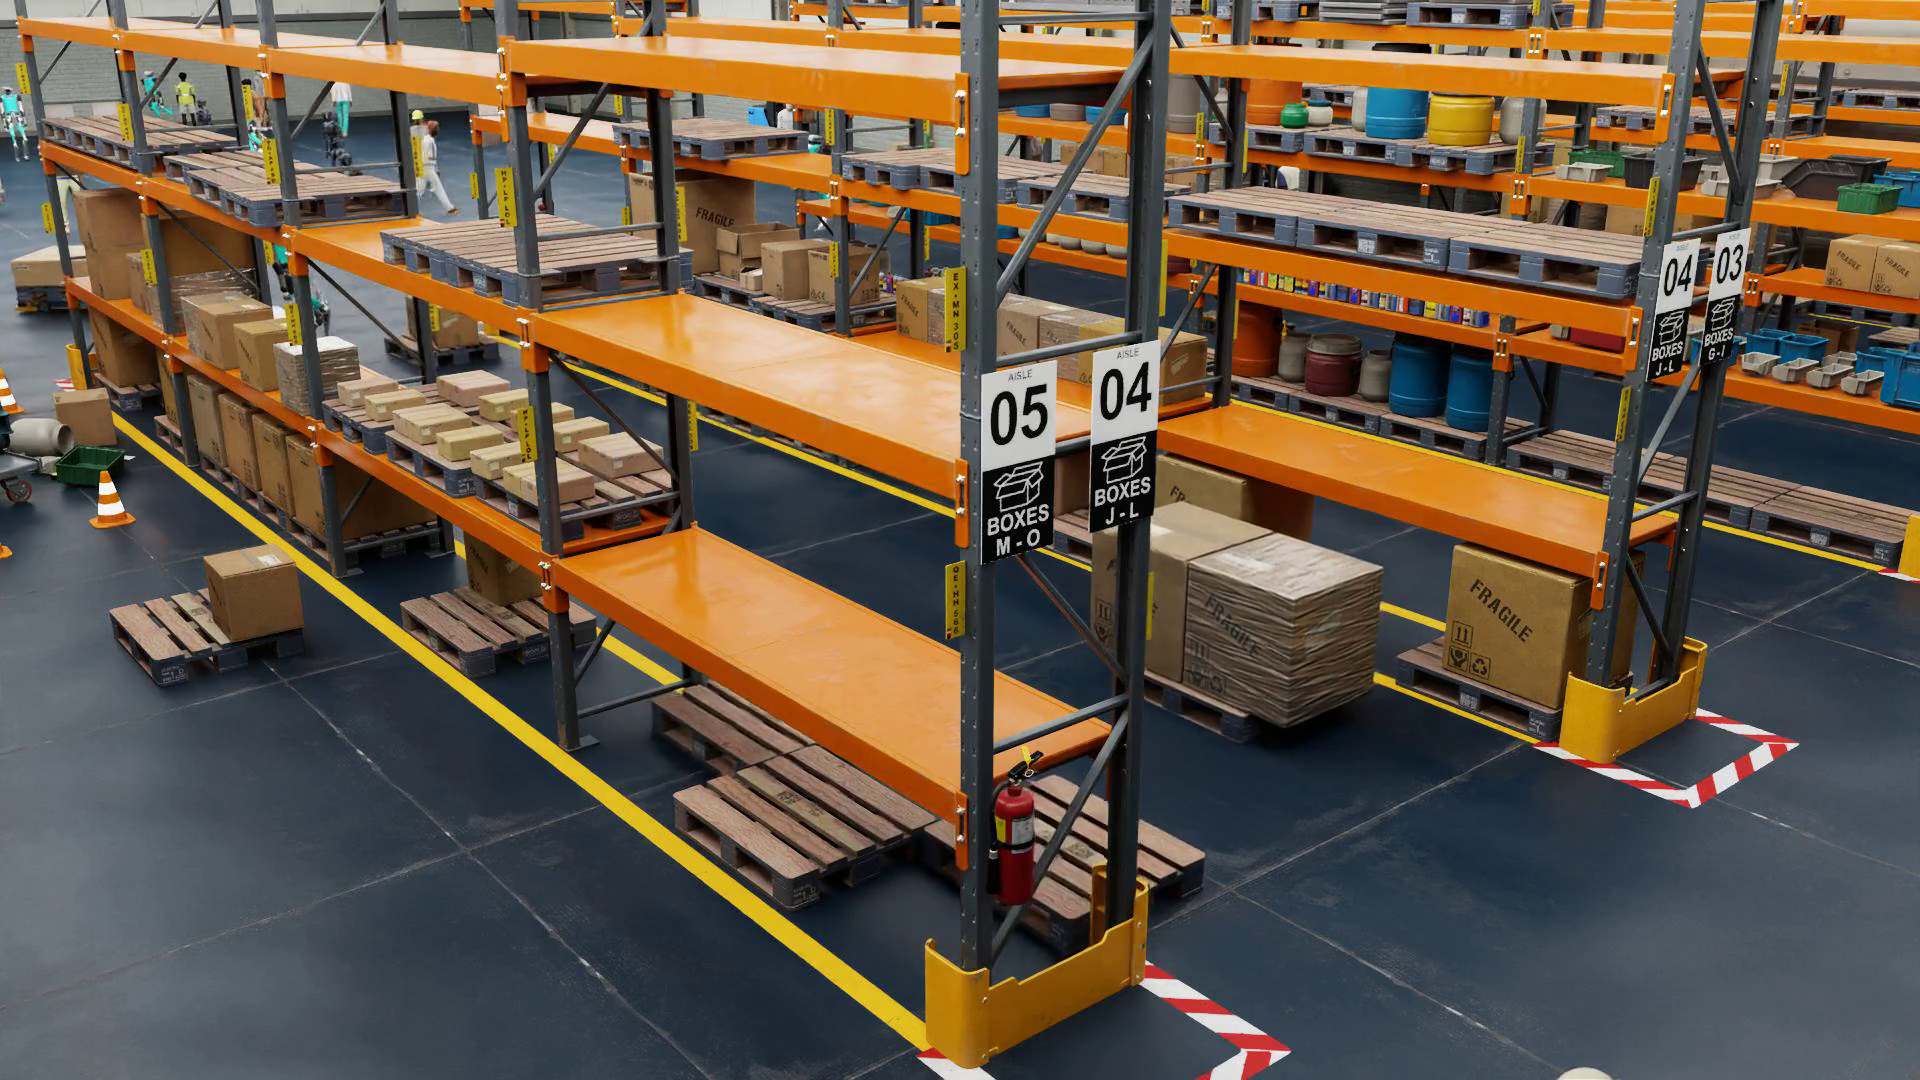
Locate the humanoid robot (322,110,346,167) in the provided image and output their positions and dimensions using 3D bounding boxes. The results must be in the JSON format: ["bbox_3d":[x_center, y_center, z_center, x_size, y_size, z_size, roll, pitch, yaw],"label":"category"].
[{"bbox_3d":[-13.448,-8.473,35.945,0.615,1.630,0.457,10,22,27],"label":"humanoid robot"}]

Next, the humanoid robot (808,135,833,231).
[{"bbox_3d":[-2.419,-6.347,29.954,0.760,1.899,0.546,-14,24,-35],"label":"humanoid robot"}]

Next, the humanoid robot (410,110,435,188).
[{"bbox_3d":[-11.528,-8.390,35.700,0.620,1.648,0.453,0,19,0],"label":"humanoid robot"}]

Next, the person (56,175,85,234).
[{"bbox_3d":[-16.076,-6.476,29.922,0.542,1.891,0.391,-13,23,-32],"label":"person"}]

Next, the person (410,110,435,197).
[{"bbox_3d":[-11.123,-7.978,34.382,0.531,1.766,0.323,0,19,1],"label":"person"}]

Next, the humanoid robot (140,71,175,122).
[{"bbox_3d":[-22.368,-12.202,46.475,0.578,1.775,0.893,7,21,19],"label":"humanoid robot"}]

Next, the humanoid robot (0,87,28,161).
[{"bbox_3d":[-22.915,-10.069,40.392,0.531,1.766,0.822,-15,24,-36],"label":"humanoid robot"}]

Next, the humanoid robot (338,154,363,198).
[{"bbox_3d":[-10.128,-5.704,28.065,0.593,1.633,0.471,9,21,23],"label":"humanoid robot"}]

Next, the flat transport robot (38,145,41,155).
[{"bbox_3d":[-22.977,-9.915,42.153,0.659,0.231,1.431,-10,21,-25],"label":"flat transport robot"}]

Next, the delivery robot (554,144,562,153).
[{"bbox_3d":[-10.315,-10.171,42.479,0.499,0.614,0.815,-12,23,-31],"label":"delivery robot"}]

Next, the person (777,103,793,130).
[{"bbox_3d":[-3.749,-8.803,36.539,0.561,1.896,0.352,-7,20,-18],"label":"person"}]

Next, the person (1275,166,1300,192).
[{"bbox_3d":[5.326,-5.474,27.147,0.393,1.839,0.563,15,24,37],"label":"person"}]

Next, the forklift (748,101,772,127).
[{"bbox_3d":[-4.526,-11.368,42.374,1.129,2.768,1.873,-15,24,-37],"label":"forklift"}]

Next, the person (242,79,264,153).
[{"bbox_3d":[-17.879,-10.709,42.025,0.777,1.852,0.400,8,21,21],"label":"person"}]

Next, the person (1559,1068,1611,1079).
[{"bbox_3d":[1.735,2.357,4.926,0.394,1.796,0.595,-15,24,-37],"label":"person"}]

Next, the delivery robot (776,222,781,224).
[{"bbox_3d":[-3.008,-5.008,27.784,0.810,0.612,0.499,-16,25,-38],"label":"delivery robot"}]

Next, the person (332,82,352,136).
[{"bbox_3d":[-17.209,-12.258,46.399,0.501,1.876,0.909,-4,20,-10],"label":"person"}]

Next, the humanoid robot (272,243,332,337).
[{"bbox_3d":[-8.158,-3.205,20.882,0.974,1.741,0.543,3,20,8],"label":"humanoid robot"}]

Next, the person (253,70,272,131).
[{"bbox_3d":[-19.937,-12.662,47.551,0.400,1.876,0.500,8,21,22],"label":"person"}]

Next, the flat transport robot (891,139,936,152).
[{"bbox_3d":[-0.981,-7.884,36.375,0.659,0.231,1.431,-8,21,-22],"label":"flat transport robot"}]

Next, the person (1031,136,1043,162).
[{"bbox_3d":[1.322,-6.709,30.790,0.556,1.756,0.412,-18,26,-41],"label":"person"}]

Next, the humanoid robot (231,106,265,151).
[{"bbox_3d":[-16.206,-9.314,38.280,0.978,1.764,0.531,11,22,28],"label":"humanoid robot"}]

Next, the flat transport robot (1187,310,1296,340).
[{"bbox_3d":[3.731,-2.841,22.020,0.659,0.231,1.431,-13,23,-33],"label":"flat transport robot"}]

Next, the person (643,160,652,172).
[{"bbox_3d":[-5.192,-5.941,28.306,0.366,1.956,0.602,0,19,-1],"label":"person"}]

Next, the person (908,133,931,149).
[{"bbox_3d":[-0.806,-7.502,33.062,0.471,1.743,0.336,-4,20,-10],"label":"person"}]

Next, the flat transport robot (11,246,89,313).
[{"bbox_3d":[-12.548,-3.404,23.625,1.431,0.231,0.659,-1,19,-4],"label":"flat transport robot"}]

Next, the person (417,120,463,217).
[{"bbox_3d":[-10.145,-7.088,31.794,1.065,1.803,0.581,-8,21,-21],"label":"person"}]

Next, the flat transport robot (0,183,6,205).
[{"bbox_3d":[-19.042,-6.320,31.922,0.659,0.231,1.431,-7,21,-20],"label":"flat transport robot"}]

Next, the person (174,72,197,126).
[{"bbox_3d":[-21.714,-12.263,46.691,0.529,1.691,0.318,-12,23,-31],"label":"person"}]

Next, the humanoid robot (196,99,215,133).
[{"bbox_3d":[-17.607,-9.435,38.725,0.765,1.626,0.589,3,20,9],"label":"humanoid robot"}]
